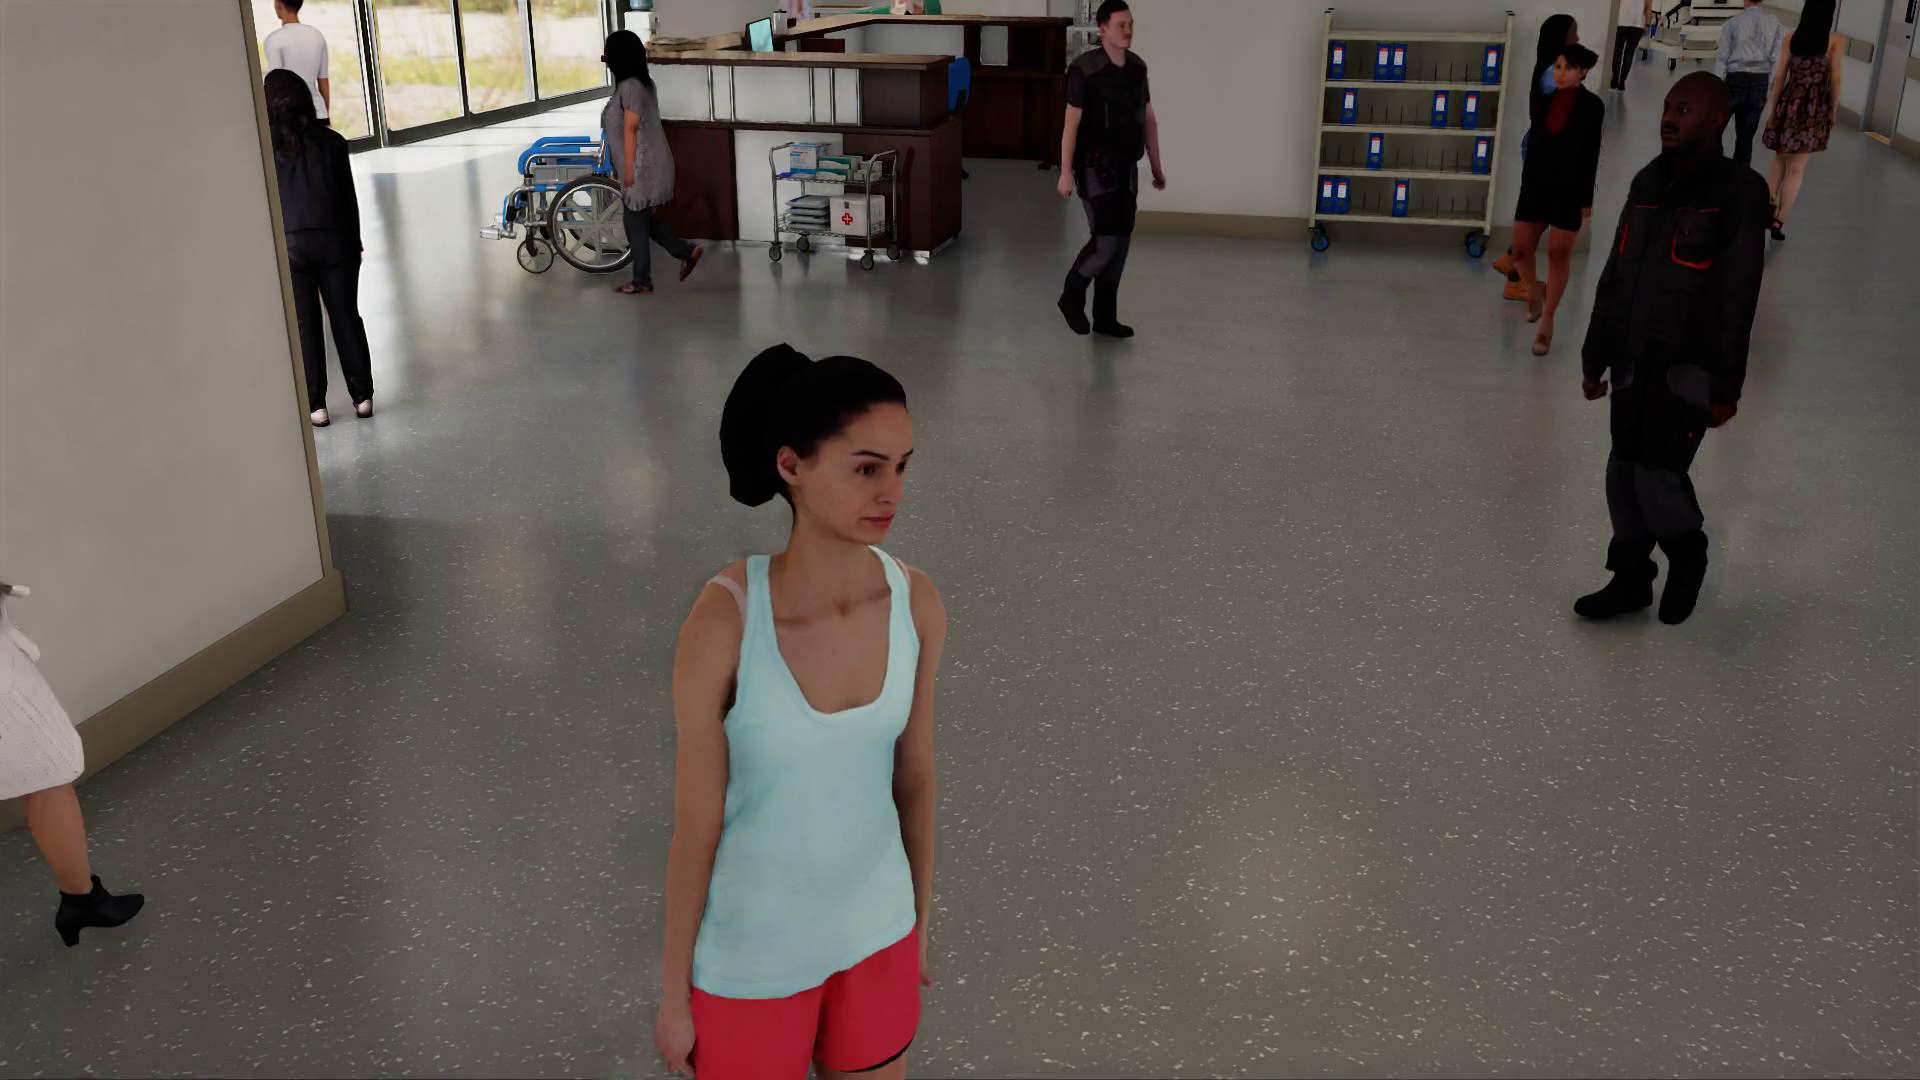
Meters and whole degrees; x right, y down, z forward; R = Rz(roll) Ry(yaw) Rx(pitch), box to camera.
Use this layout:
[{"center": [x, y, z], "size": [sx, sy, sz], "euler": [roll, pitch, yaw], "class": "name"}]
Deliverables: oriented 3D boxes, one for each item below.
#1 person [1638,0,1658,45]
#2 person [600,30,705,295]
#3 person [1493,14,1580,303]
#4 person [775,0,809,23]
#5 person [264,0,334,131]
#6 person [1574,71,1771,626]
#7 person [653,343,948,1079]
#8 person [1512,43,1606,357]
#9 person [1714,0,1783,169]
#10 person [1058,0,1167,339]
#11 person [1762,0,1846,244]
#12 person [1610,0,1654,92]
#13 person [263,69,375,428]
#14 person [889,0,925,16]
[{"center": [12.475, -9.840, 29.914], "size": [0.507, 1.768, 0.729], "euler": [8, 22, 19], "class": "person"}, {"center": [-1.901, -2.321, 10.313], "size": [0.880, 1.589, 0.752], "euler": [0, 21, -1], "class": "person"}, {"center": [3.451, -2.300, 10.098], "size": [0.629, 1.704, 0.622], "euler": [6, 21, 14], "class": "person"}, {"center": [-2.589, -8.233, 25.658], "size": [1.096, 1.777, 0.829], "euler": [4, 21, 10], "class": "person"}, {"center": [-4.529, -2.906, 11.487], "size": [0.634, 1.852, 0.707], "euler": [10, 23, 25], "class": "person"}, {"center": [2.392, -0.599, 5.457], "size": [0.947, 1.809, 0.888], "euler": [-11, 24, -28], "class": "person"}, {"center": [-0.275, 0.578, 2.443], "size": [0.913, 1.744, 0.996], "euler": [-12, 24, -28], "class": "person"}, {"center": [3.214, -1.818, 8.930], "size": [0.717, 1.629, 0.750], "euler": [14, 25, 33], "class": "person"}, {"center": [6.320, -3.600, 13.393], "size": [0.623, 1.801, 0.729], "euler": [5, 21, 12], "class": "person"}, {"center": [0.741, -2.034, 9.213], "size": [0.875, 1.832, 0.889], "euler": [-19, 28, -41], "class": "person"}, {"center": [5.958, -2.989, 11.833], "size": [0.761, 1.763, 0.826], "euler": [17, 27, 37], "class": "person"}, {"center": [8.925, -6.881, 22.181], "size": [0.557, 1.713, 0.719], "euler": [6, 22, 16], "class": "person"}, {"center": [-3.006, -1.345, 7.700], "size": [0.773, 1.615, 0.808], "euler": [-17, 26, -37], "class": "person"}, {"center": [-0.472, -5.185, 17.712], "size": [1.130, 1.705, 1.032], "euler": [18, 27, 40], "class": "person"}]
